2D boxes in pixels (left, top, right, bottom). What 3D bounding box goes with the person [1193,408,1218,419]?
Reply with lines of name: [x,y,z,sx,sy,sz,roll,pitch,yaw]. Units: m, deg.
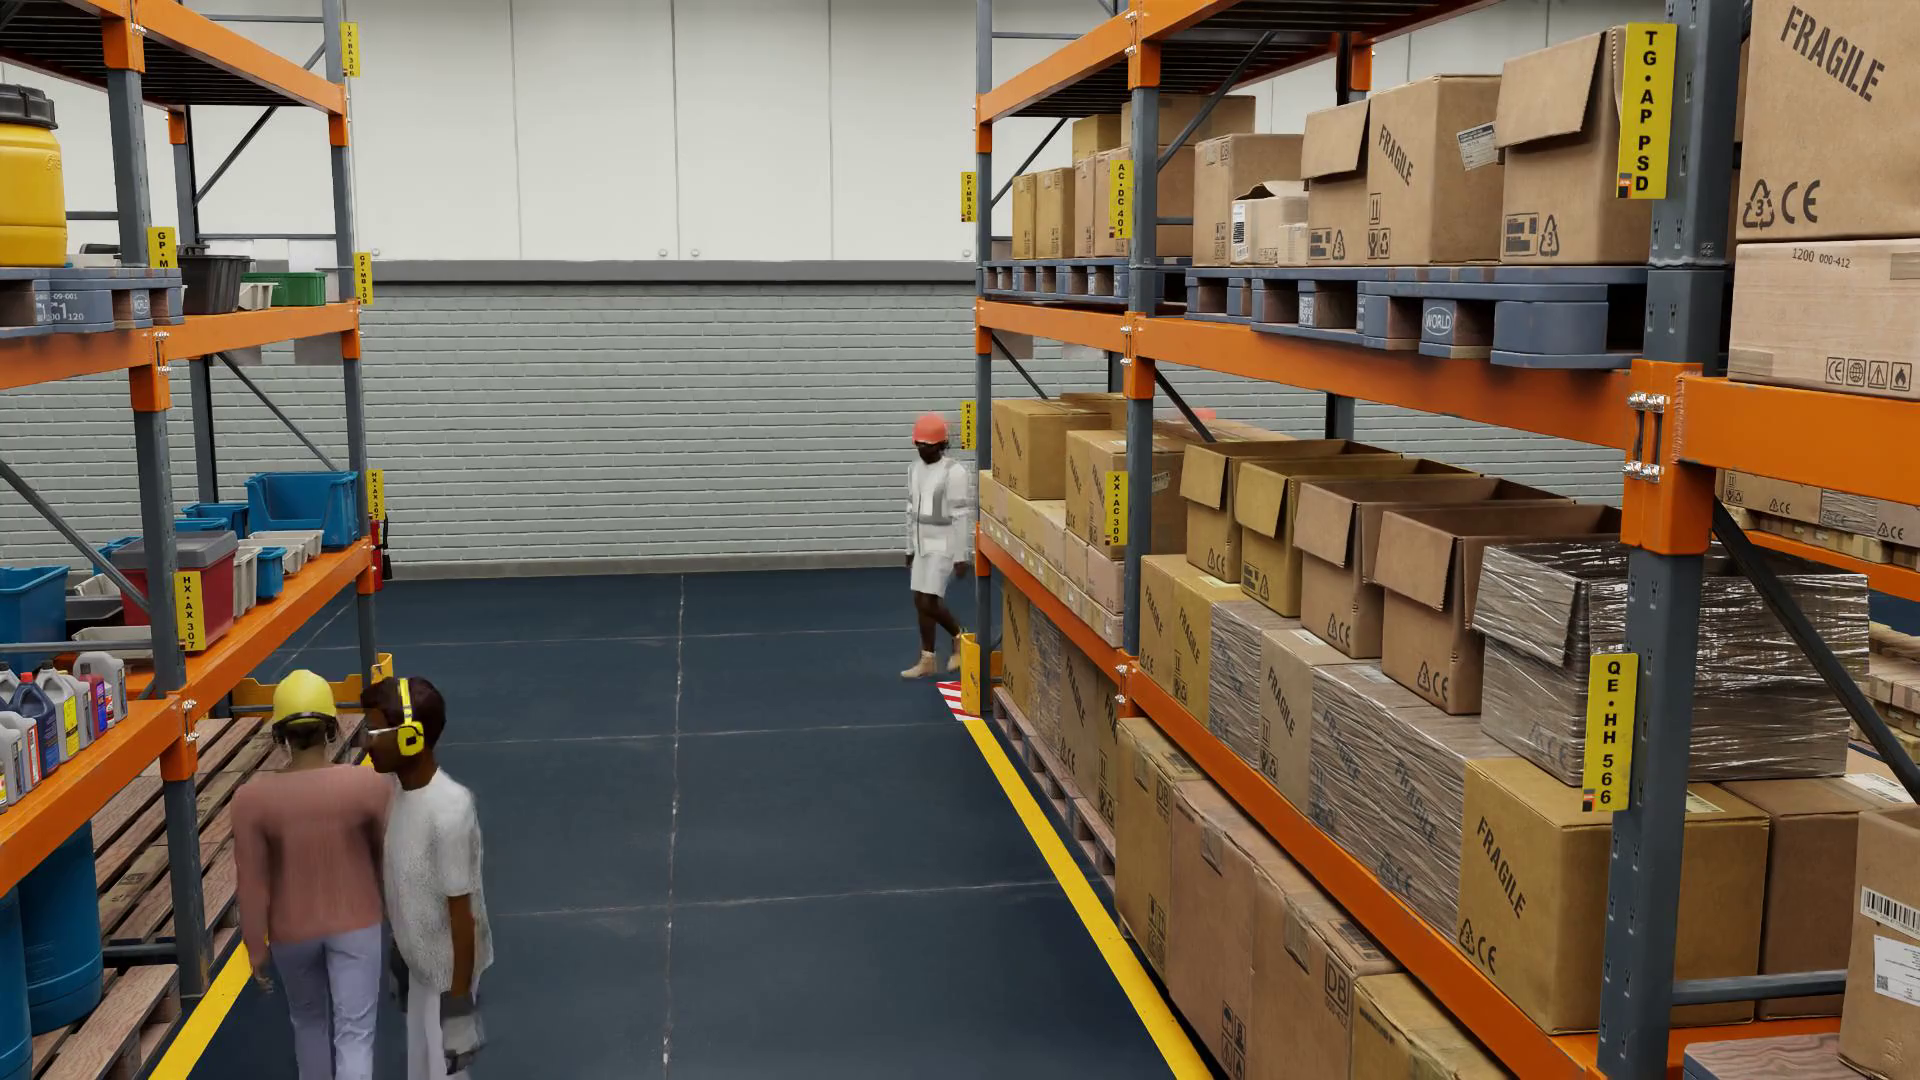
person: [1.908,-0.173,14.023,0.886,1.881,0.562,6,11,31]

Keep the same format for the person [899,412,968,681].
person: [-0.184,0.059,12.206,0.486,2.014,0.666,-7,11,-36]

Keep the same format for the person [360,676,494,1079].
person: [-1.532,1.310,4.970,0.576,1.870,0.654,-7,11,-35]

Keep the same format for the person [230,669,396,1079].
person: [-2.114,1.295,5.511,0.519,1.734,0.896,-2,9,-13]
